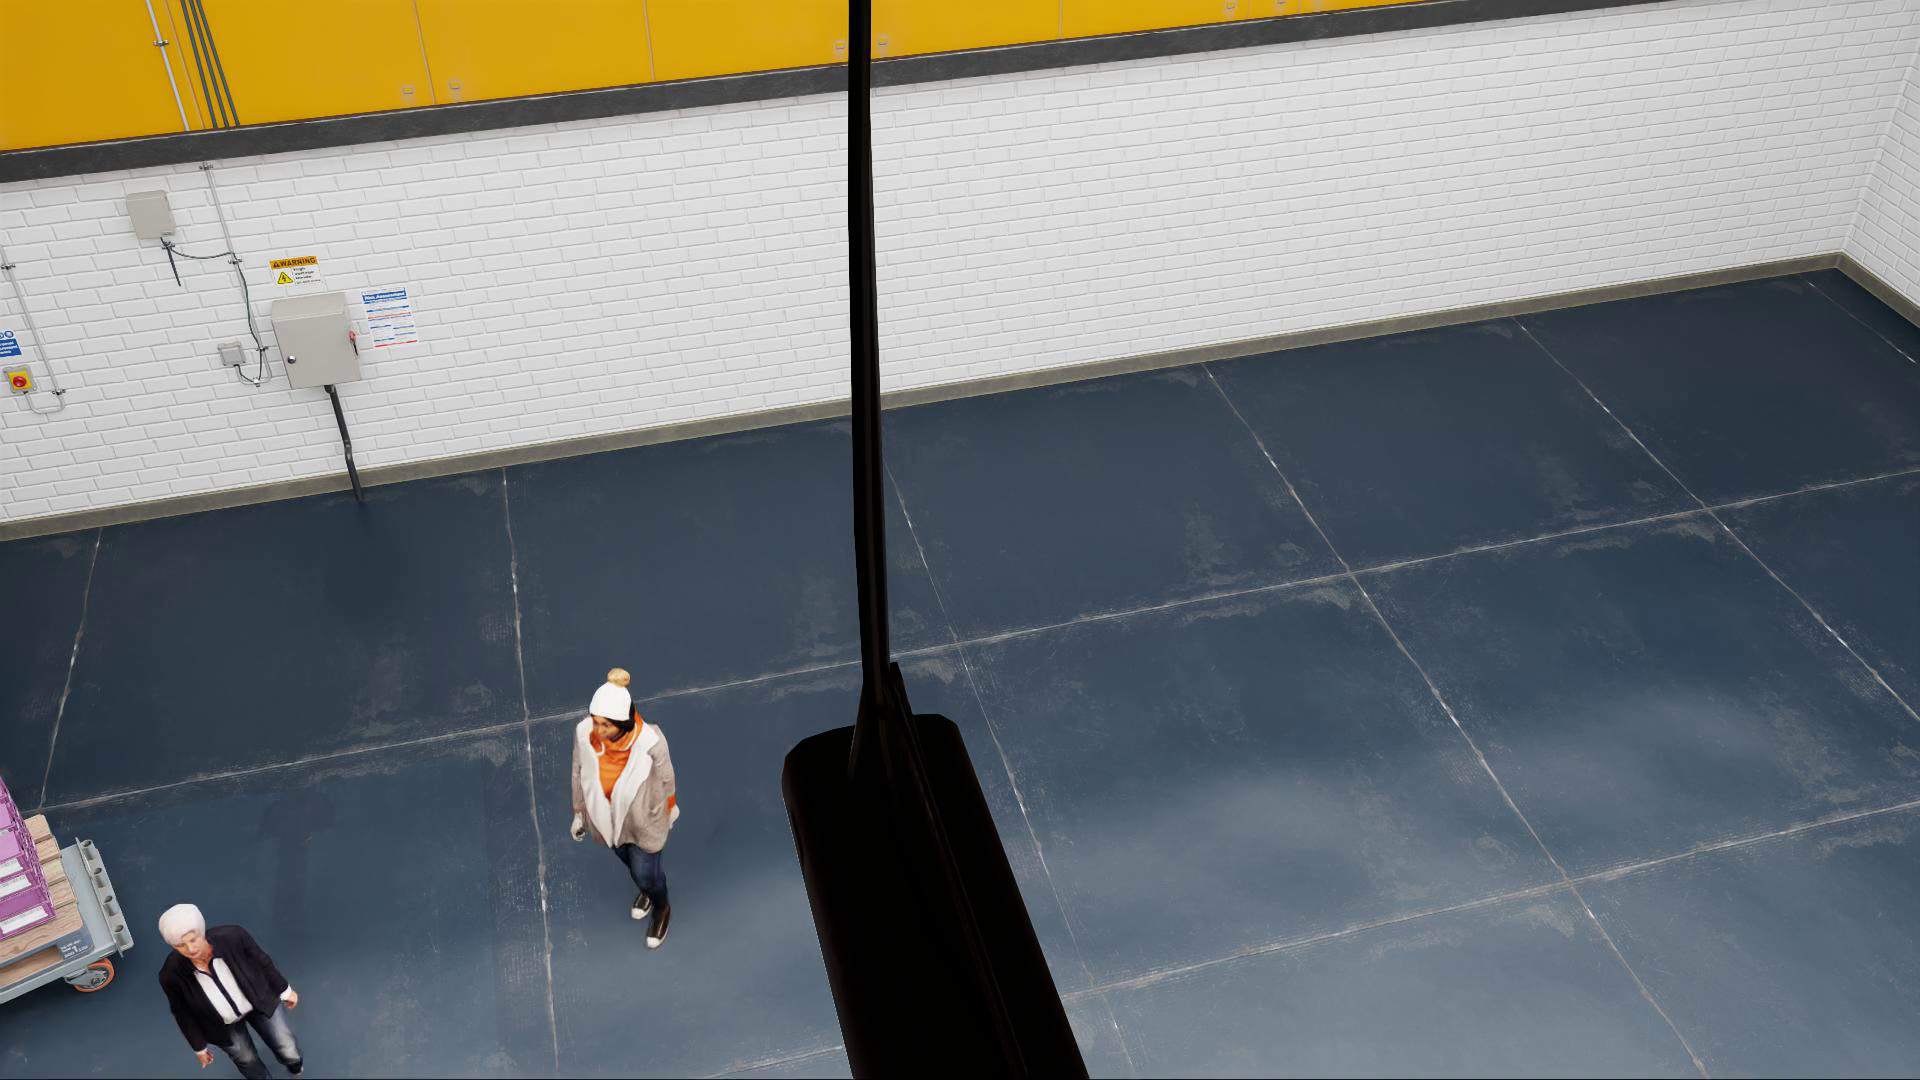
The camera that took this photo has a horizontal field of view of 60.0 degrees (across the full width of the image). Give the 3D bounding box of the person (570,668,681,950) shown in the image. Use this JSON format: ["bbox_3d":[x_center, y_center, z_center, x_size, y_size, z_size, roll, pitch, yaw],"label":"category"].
[{"bbox_3d":[-1.814,1.406,9.275,0.846,1.875,0.889,11,40,13],"label":"person"}]

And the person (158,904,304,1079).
[{"bbox_3d":[-3.650,2.350,8.514,0.844,1.773,0.714,-20,43,-23],"label":"person"}]
